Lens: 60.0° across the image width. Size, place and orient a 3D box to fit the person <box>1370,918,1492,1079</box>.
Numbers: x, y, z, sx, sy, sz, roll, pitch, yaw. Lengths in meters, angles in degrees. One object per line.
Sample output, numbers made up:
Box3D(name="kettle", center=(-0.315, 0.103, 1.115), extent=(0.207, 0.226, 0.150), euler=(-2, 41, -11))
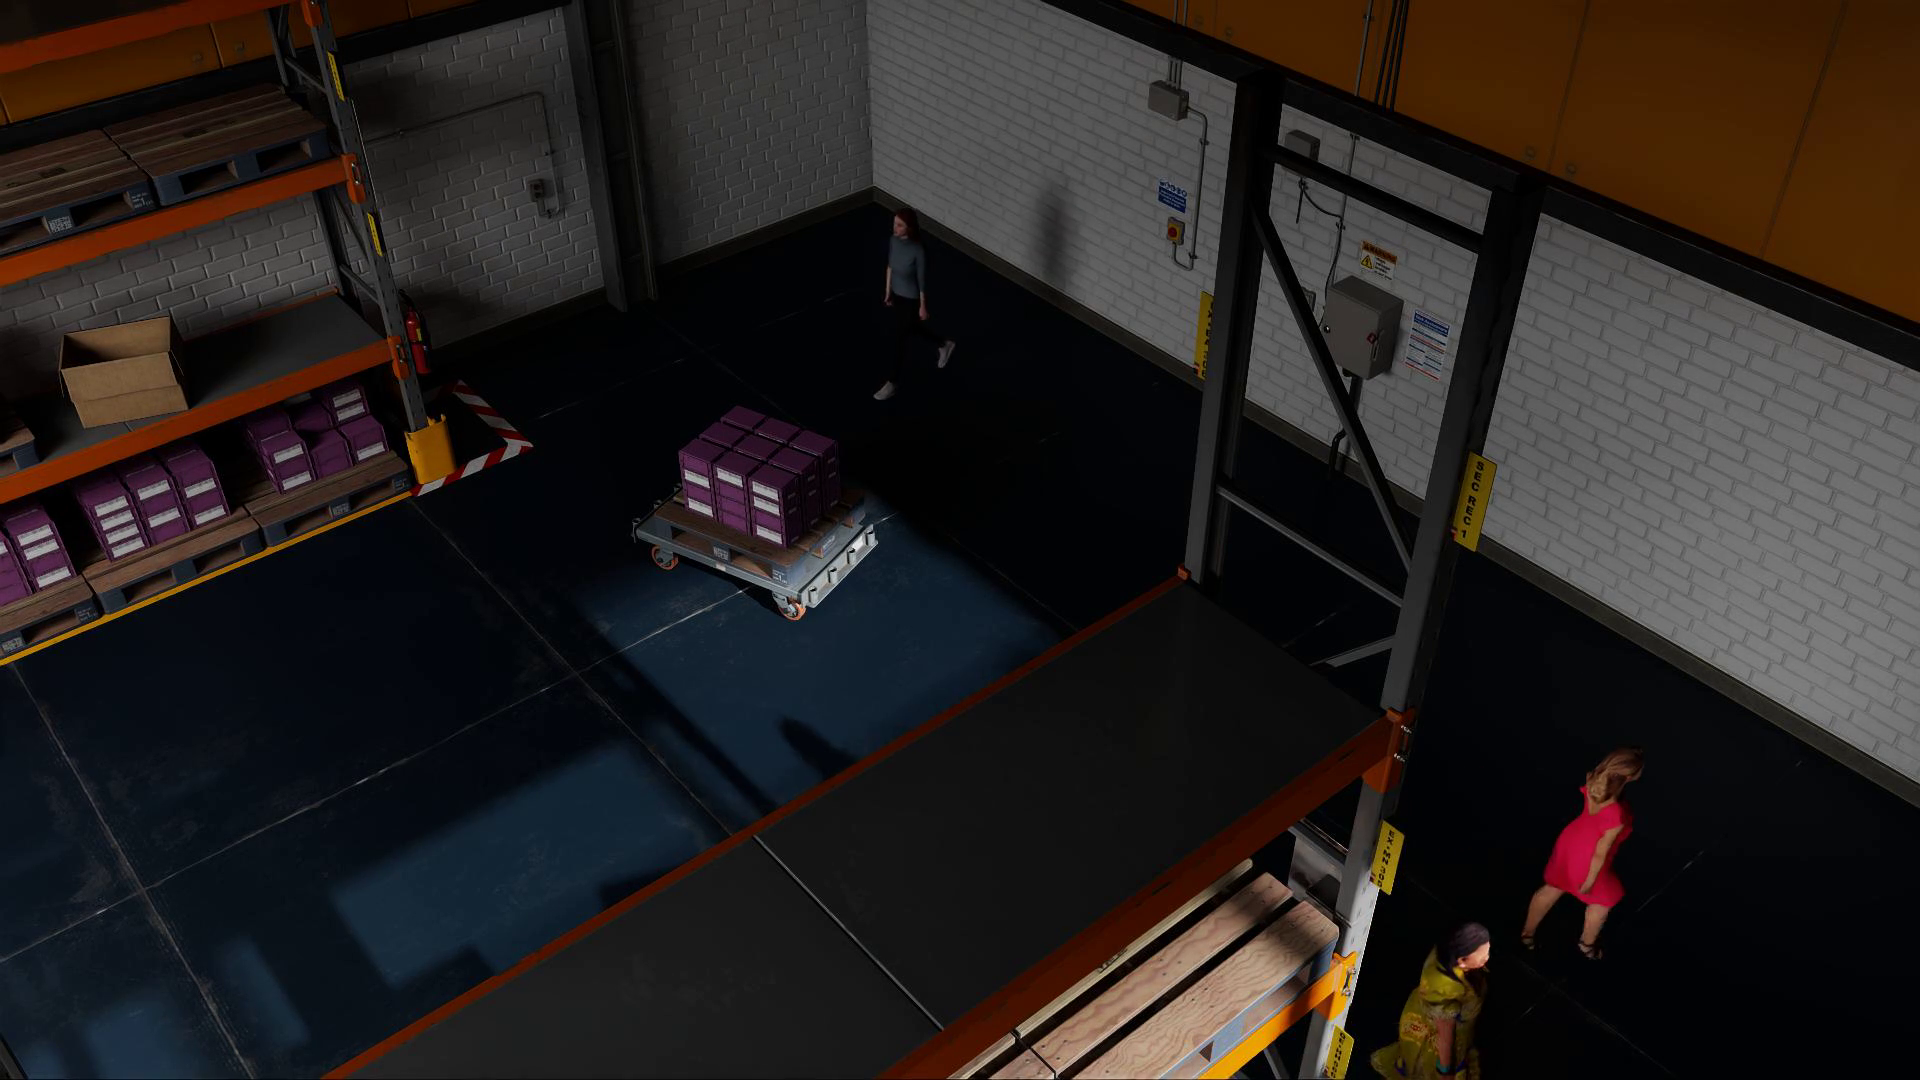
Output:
Box3D(name="person", center=(2.341, 2.461, 8.425), extent=(1.025, 1.648, 0.948), euler=(16, 41, 19))

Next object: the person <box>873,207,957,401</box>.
Box3D(name="person", center=(-0.386, -2.025, 13.987), extent=(1.117, 1.716, 0.634), euler=(-25, 45, -28))

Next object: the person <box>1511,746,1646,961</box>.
Box3D(name="person", center=(3.387, 1.763, 9.249), extent=(0.877, 1.710, 0.793), euler=(-5, 39, -6))
